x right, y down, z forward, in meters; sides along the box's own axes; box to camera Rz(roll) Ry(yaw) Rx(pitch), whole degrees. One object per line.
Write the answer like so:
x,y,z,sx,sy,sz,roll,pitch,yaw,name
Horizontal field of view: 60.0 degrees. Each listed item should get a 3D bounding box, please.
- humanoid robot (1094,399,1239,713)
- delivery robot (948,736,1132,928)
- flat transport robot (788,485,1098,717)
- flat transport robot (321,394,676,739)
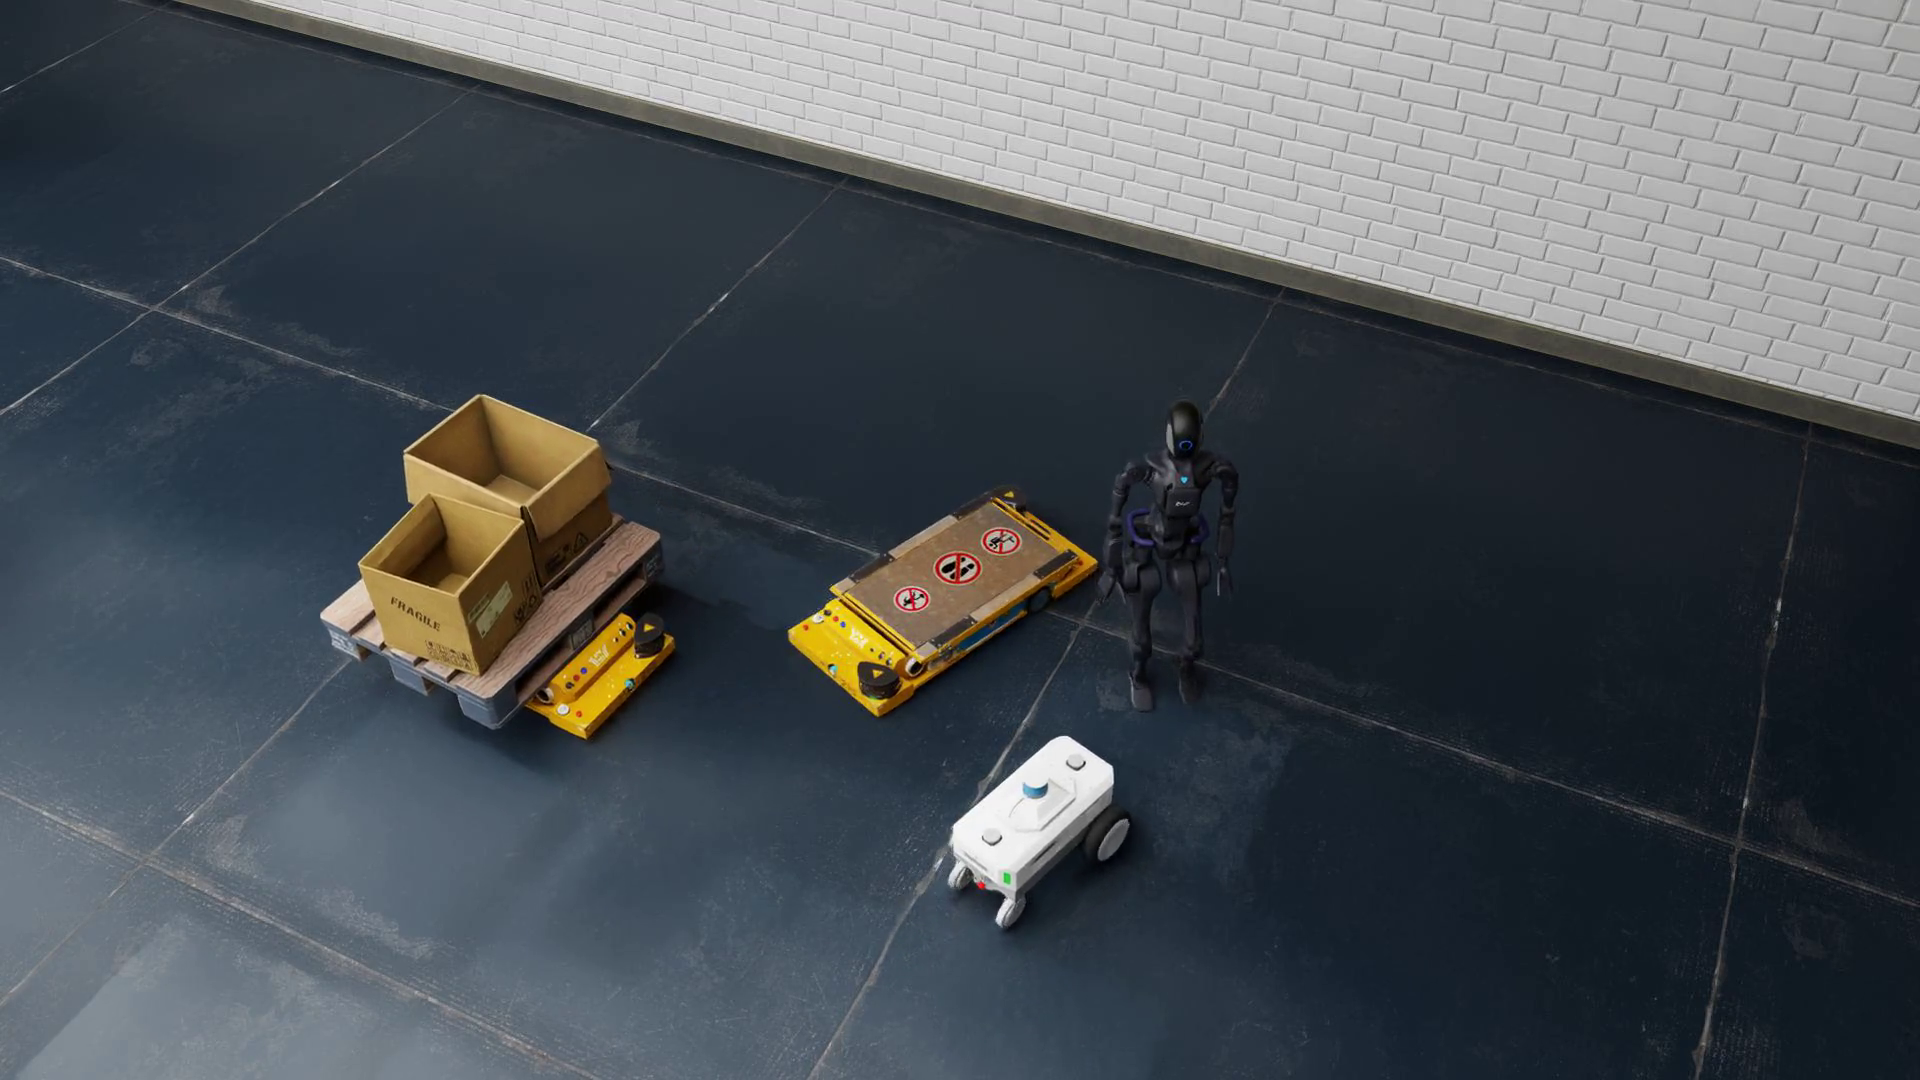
0.883,0.086,7.120,0.609,1.649,0.320,-5,43,-6,humanoid robot
0.317,1.151,6.813,0.499,0.608,0.797,32,52,30,delivery robot
-0.065,0.257,7.977,1.431,0.231,0.659,-32,52,-30,flat transport robot
-2.109,0.395,7.829,1.431,0.231,0.659,22,47,22,flat transport robot
